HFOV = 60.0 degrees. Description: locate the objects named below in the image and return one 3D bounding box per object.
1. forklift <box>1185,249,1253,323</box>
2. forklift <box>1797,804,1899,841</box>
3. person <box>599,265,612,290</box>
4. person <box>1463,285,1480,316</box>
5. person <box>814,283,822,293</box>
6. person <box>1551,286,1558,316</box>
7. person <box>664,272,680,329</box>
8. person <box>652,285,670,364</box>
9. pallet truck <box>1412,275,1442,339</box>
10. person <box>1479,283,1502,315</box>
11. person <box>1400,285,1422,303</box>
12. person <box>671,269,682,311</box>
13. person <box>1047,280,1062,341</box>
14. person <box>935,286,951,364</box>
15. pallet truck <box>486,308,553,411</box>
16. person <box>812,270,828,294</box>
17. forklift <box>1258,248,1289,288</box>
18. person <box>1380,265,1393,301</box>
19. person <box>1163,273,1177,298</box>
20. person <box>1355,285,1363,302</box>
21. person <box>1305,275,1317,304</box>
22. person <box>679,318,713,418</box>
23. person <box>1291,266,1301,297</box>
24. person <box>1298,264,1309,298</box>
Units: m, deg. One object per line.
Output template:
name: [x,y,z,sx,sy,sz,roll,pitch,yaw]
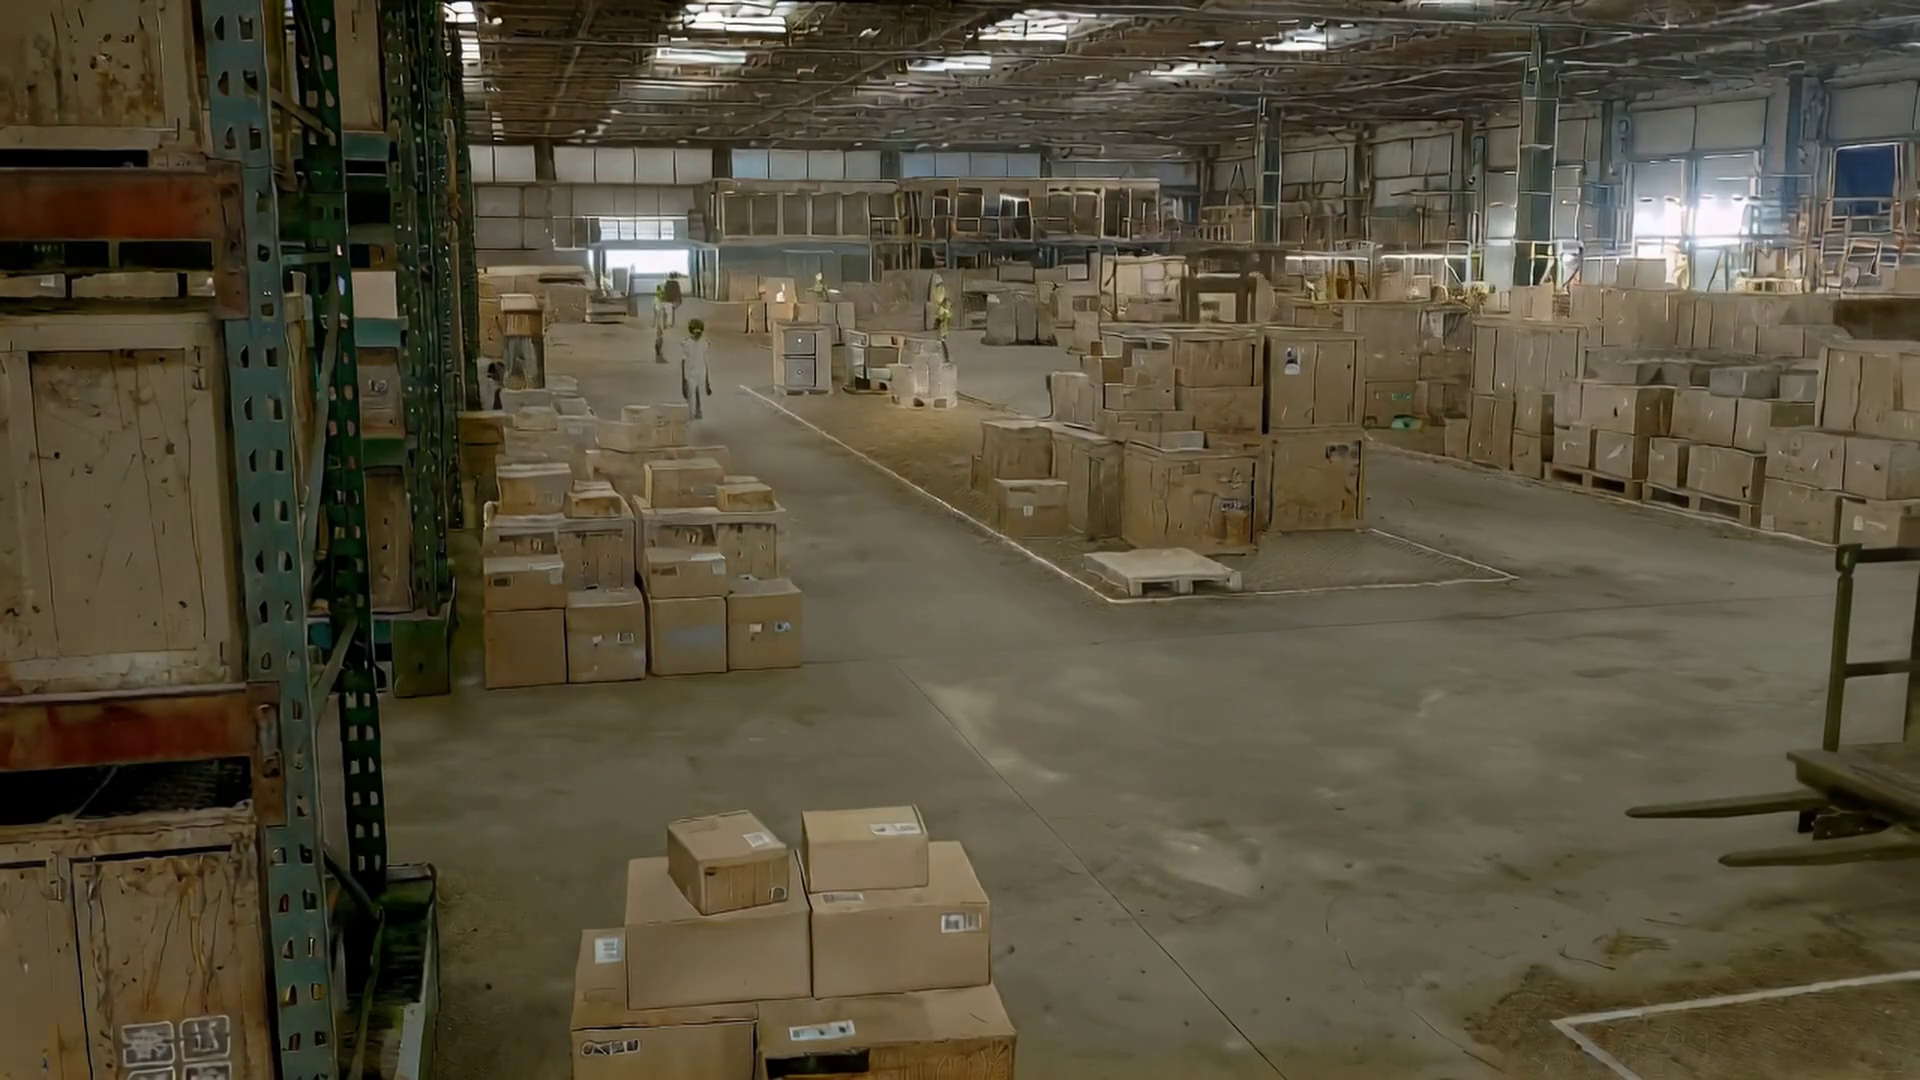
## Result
forklift: [3.577,-2.660,23.238,1.129,2.768,1.873,1,10,7]
forklift: [5.103,0.113,7.534,1.873,2.768,1.129,-3,10,-15]
person: [-15.620,-11.108,73.444,0.615,2.041,0.391,2,10,12]
person: [16.293,-7.306,53.021,0.536,1.652,0.857,5,11,26]
person: [-4.277,-6.922,50.574,0.553,1.757,0.341,1,10,5]
person: [14.816,-5.433,41.766,0.616,1.878,0.504,-10,14,-44]
person: [-10.014,-8.302,57.747,0.645,1.968,0.601,2,10,13]
person: [-7.302,-5.277,40.720,0.361,1.935,0.553,2,10,10]
pallet truck: [14.620,-7.324,52.145,0.823,1.965,1.885,8,13,40]
person: [15.253,-6.482,47.863,0.629,1.828,0.477,2,10,11]
person: [11.220,-5.394,41.473,0.613,1.902,0.645,9,13,40]
person: [-12.660,-11.109,73.963,0.633,1.863,0.638,1,10,5]
person: [2.850,-6.929,50.336,0.391,1.856,0.533,8,13,37]
person: [-0.394,-4.829,38.102,0.362,1.966,0.611,-1,10,-5]
pallet truck: [-6.242,-2.418,24.362,0.823,1.965,1.885,1,10,3]
person: [-4.896,-8.448,58.386,0.536,2.000,0.688,-4,11,-21]
forklift: [7.175,-5.312,38.255,1.873,2.768,1.129,-3,10,-15]
person: [20.736,-12.371,80.860,0.615,1.947,0.388,7,12,33]
person: [7.584,-8.525,59.220,0.656,1.896,0.957,3,11,18]
person: [11.802,-6.698,49.328,0.364,1.728,0.509,-5,11,-26]
person: [11.299,-7.543,53.557,0.353,1.936,0.635,8,13,37]
person: [-3.752,-2.225,23.665,0.330,1.861,0.518,9,13,42]
person: [16.890,-12.844,83.754,0.596,1.873,0.998,-2,10,-11]
person: [18.173,-13.702,88.421,0.644,1.937,1.011,-4,11,-22]
